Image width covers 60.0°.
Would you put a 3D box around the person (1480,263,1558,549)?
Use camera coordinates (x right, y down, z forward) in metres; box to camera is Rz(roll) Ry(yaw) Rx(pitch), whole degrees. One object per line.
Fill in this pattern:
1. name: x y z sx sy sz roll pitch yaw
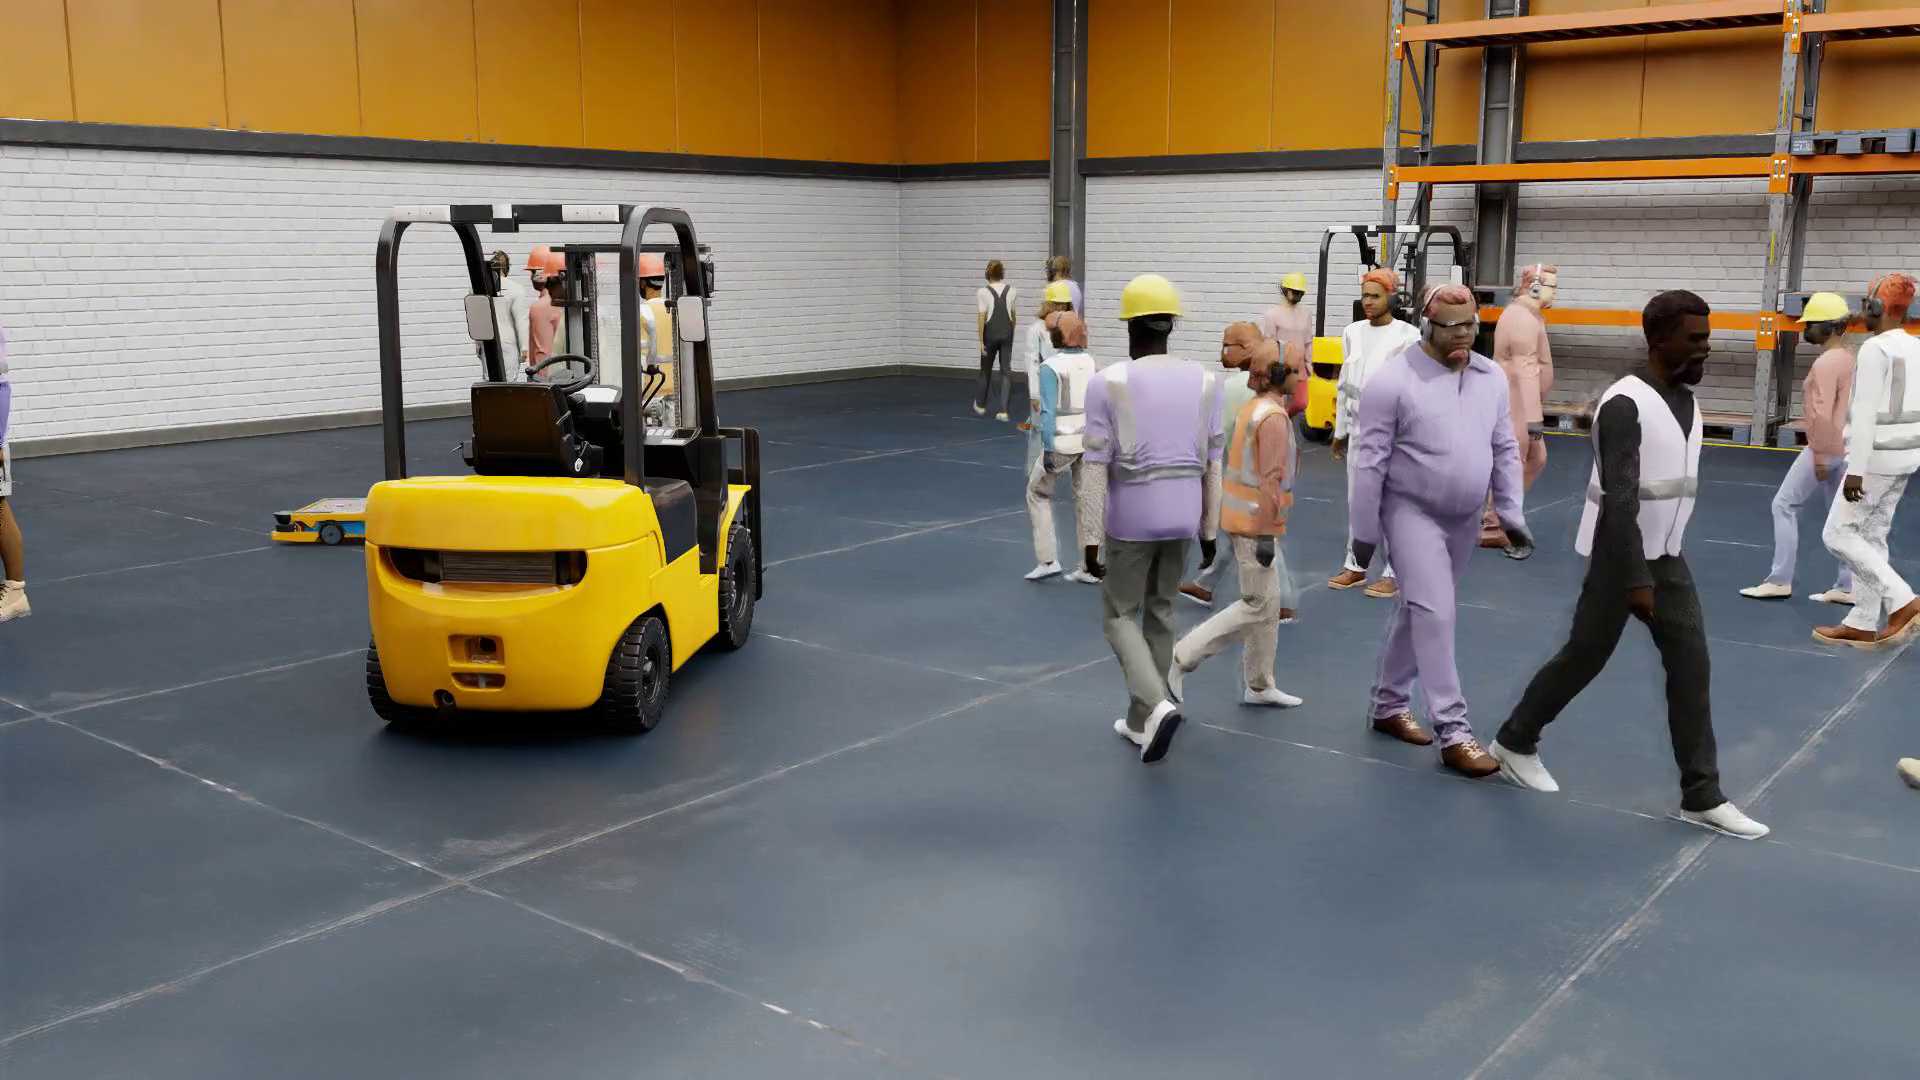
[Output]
1. person: 3.678 -0.869 10.960 0.465 1.884 0.722 2 10 12

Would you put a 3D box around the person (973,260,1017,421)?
1. person: 0.390 -2.286 19.028 0.510 1.796 0.951 -3 11 -15

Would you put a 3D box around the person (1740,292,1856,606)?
1. person: 4.771 -0.503 9.325 0.547 1.744 0.700 -10 14 -43

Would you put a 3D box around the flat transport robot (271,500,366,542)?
1. flat transport robot: -3.887 -0.144 11.404 1.431 0.197 0.652 0 10 -2

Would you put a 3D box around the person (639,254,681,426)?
1. person: -2.208 -1.091 12.036 0.377 1.932 0.552 7 12 34

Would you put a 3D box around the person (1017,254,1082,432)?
1. person: 1.084 -2.031 17.392 1.046 1.898 0.629 9 14 41

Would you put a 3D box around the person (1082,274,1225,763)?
1. person: 0.764 -0.070 6.454 0.597 1.904 0.662 -3 11 -18

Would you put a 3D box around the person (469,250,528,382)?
1. person: -4.757 -2.019 17.214 0.630 1.934 0.369 3 11 15

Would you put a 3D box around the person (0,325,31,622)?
1. person: -5.280 -0.567 8.844 0.610 2.040 0.394 8 13 36

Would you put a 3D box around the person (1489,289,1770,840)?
1. person: 2.368 0.055 5.882 0.589 1.879 0.998 -8 13 -38

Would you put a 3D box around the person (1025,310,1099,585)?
1. person: 0.614 -0.538 9.855 0.530 1.623 0.538 -10 14 -42

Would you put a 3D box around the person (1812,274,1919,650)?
1. person: 4.563 -0.366 8.191 0.604 1.872 0.476 -8 13 -39

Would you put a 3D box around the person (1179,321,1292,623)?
1. person: 1.467 -0.369 8.957 0.819 1.592 0.505 7 12 33

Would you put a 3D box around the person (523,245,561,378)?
1. person: -2.925 -1.108 11.964 0.395 1.993 0.614 2 10 13

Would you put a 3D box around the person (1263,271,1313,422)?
1. person: 3.035 -1.635 15.556 0.541 1.743 0.485 -5 11 -24

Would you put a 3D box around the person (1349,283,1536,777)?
1. person: 1.913 -0.048 6.444 0.631 1.859 0.909 -5 11 -27

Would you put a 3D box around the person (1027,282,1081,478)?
1. person: 0.779 -1.136 12.928 0.504 1.704 0.871 -4 11 -23

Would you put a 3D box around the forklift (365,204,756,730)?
1. forklift: -1.766 -0.406 7.525 1.214 2.155 2.313 1 10 7

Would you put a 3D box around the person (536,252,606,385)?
1. person: -2.399 -0.834 10.481 0.478 1.977 0.624 -2 10 -9

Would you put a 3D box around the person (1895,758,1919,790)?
1. person: 4.027 0.011 5.812 1.069 1.994 0.613 8 13 39

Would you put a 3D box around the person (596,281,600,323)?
1. person: -3.493 -1.628 15.337 0.403 1.824 0.594 4 11 21

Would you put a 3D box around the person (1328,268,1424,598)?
1. person: 2.395 -0.613 9.560 0.345 1.876 0.576 -7 12 -34

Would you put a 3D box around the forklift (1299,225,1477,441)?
1. forklift: 4.449 -2.115 16.993 1.214 2.155 2.313 8 13 38

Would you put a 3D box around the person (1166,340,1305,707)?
1. person: 1.173 -0.047 7.105 0.595 1.617 0.541 0 10 1
